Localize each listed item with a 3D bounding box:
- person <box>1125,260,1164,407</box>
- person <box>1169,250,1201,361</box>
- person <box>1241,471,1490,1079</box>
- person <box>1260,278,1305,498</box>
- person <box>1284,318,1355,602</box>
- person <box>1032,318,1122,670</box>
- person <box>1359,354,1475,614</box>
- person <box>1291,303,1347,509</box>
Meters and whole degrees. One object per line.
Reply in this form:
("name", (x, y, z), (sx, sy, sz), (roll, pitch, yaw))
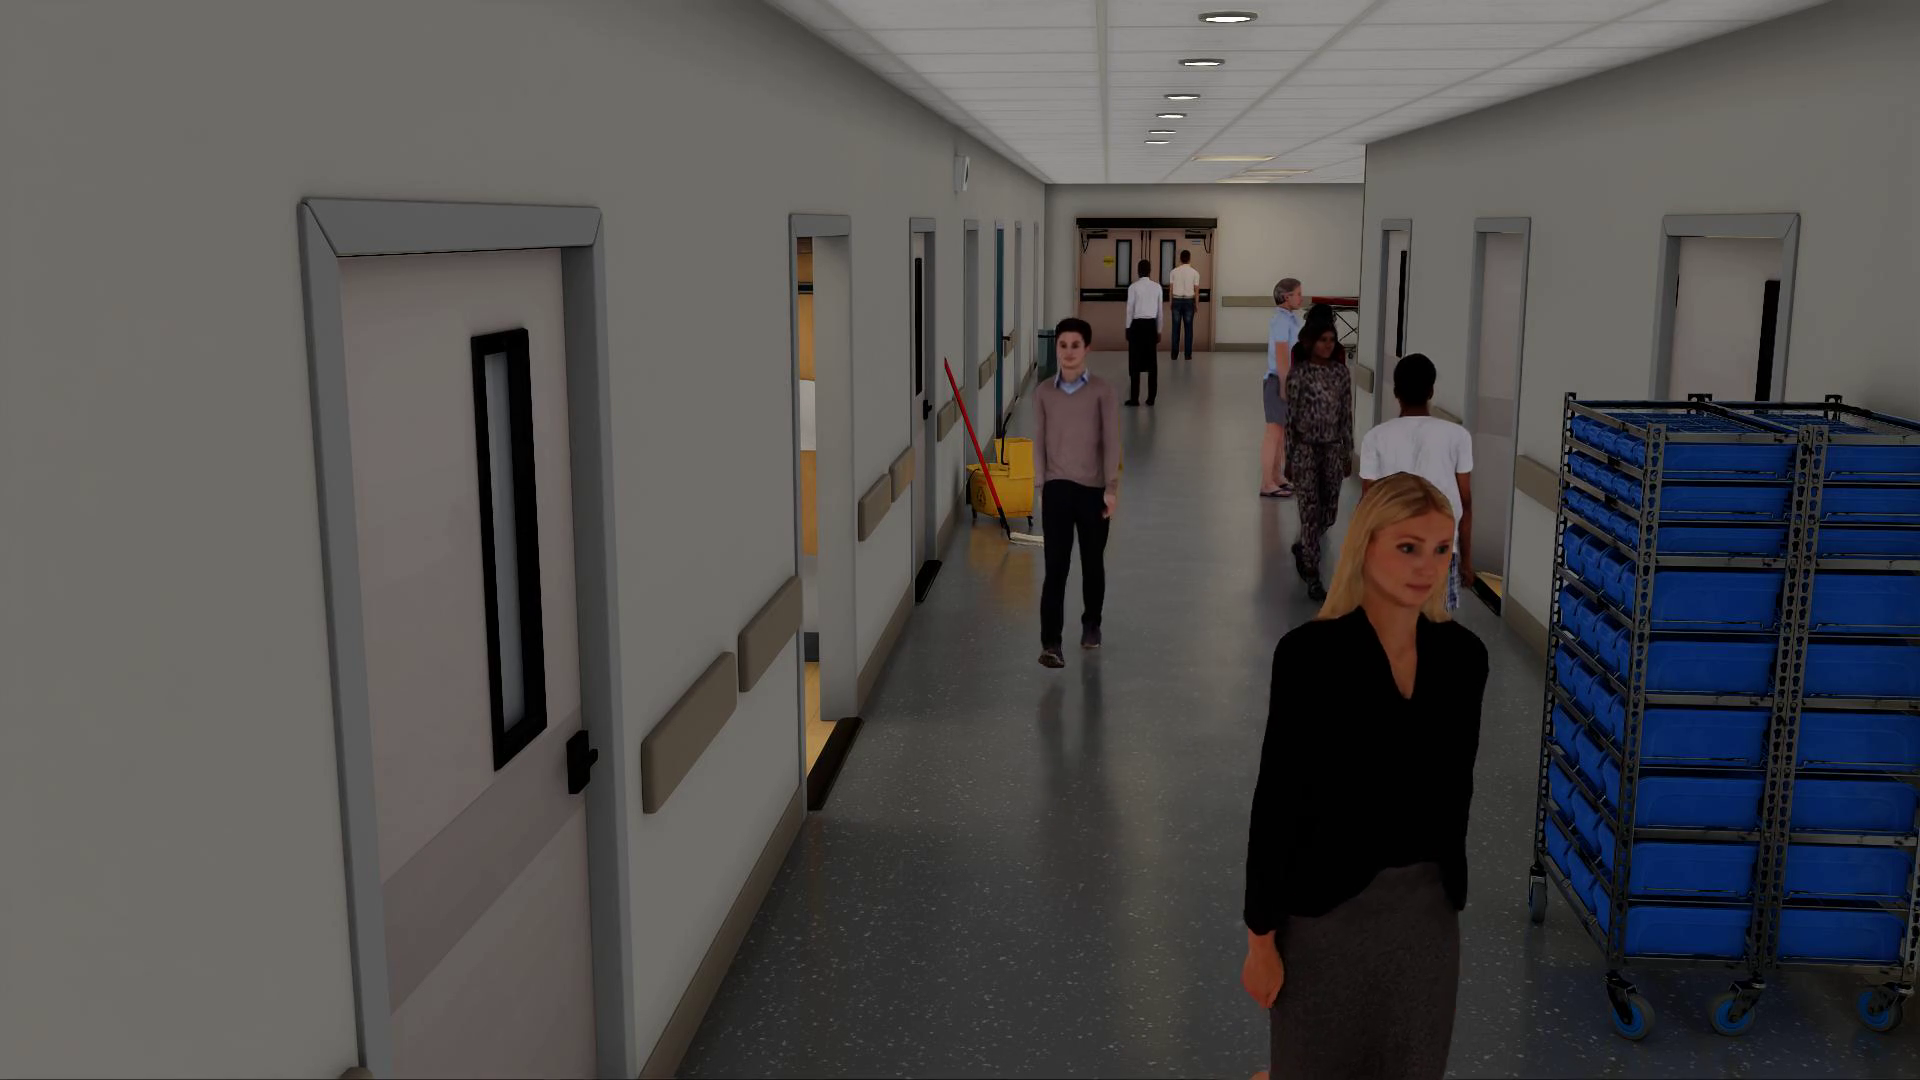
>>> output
("person", (2.326, -2.628, 21.088), (0.705, 1.832, 0.665), (-3, 11, -15))
("person", (3.789, -3.995, 28.233), (0.671, 1.853, 0.587), (2, 11, 10))
("person", (0.723, 0.775, 3.204), (0.849, 1.814, 1.168), (-2, 11, -13))
("person", (2.716, -1.305, 14.126), (0.771, 1.829, 0.600), (4, 12, 22))
("person", (2.187, -0.510, 10.268), (0.698, 1.705, 0.974), (-1, 11, -6))
("person", (0.638, -0.233, 8.672), (0.783, 1.756, 1.243), (3, 11, 14))
("person", (1.932, 0.096, 7.075), (0.821, 1.705, 1.105), (4, 11, 18))
("person", (2.859, -1.060, 13.289), (0.626, 1.660, 0.575), (3, 11, 17))
